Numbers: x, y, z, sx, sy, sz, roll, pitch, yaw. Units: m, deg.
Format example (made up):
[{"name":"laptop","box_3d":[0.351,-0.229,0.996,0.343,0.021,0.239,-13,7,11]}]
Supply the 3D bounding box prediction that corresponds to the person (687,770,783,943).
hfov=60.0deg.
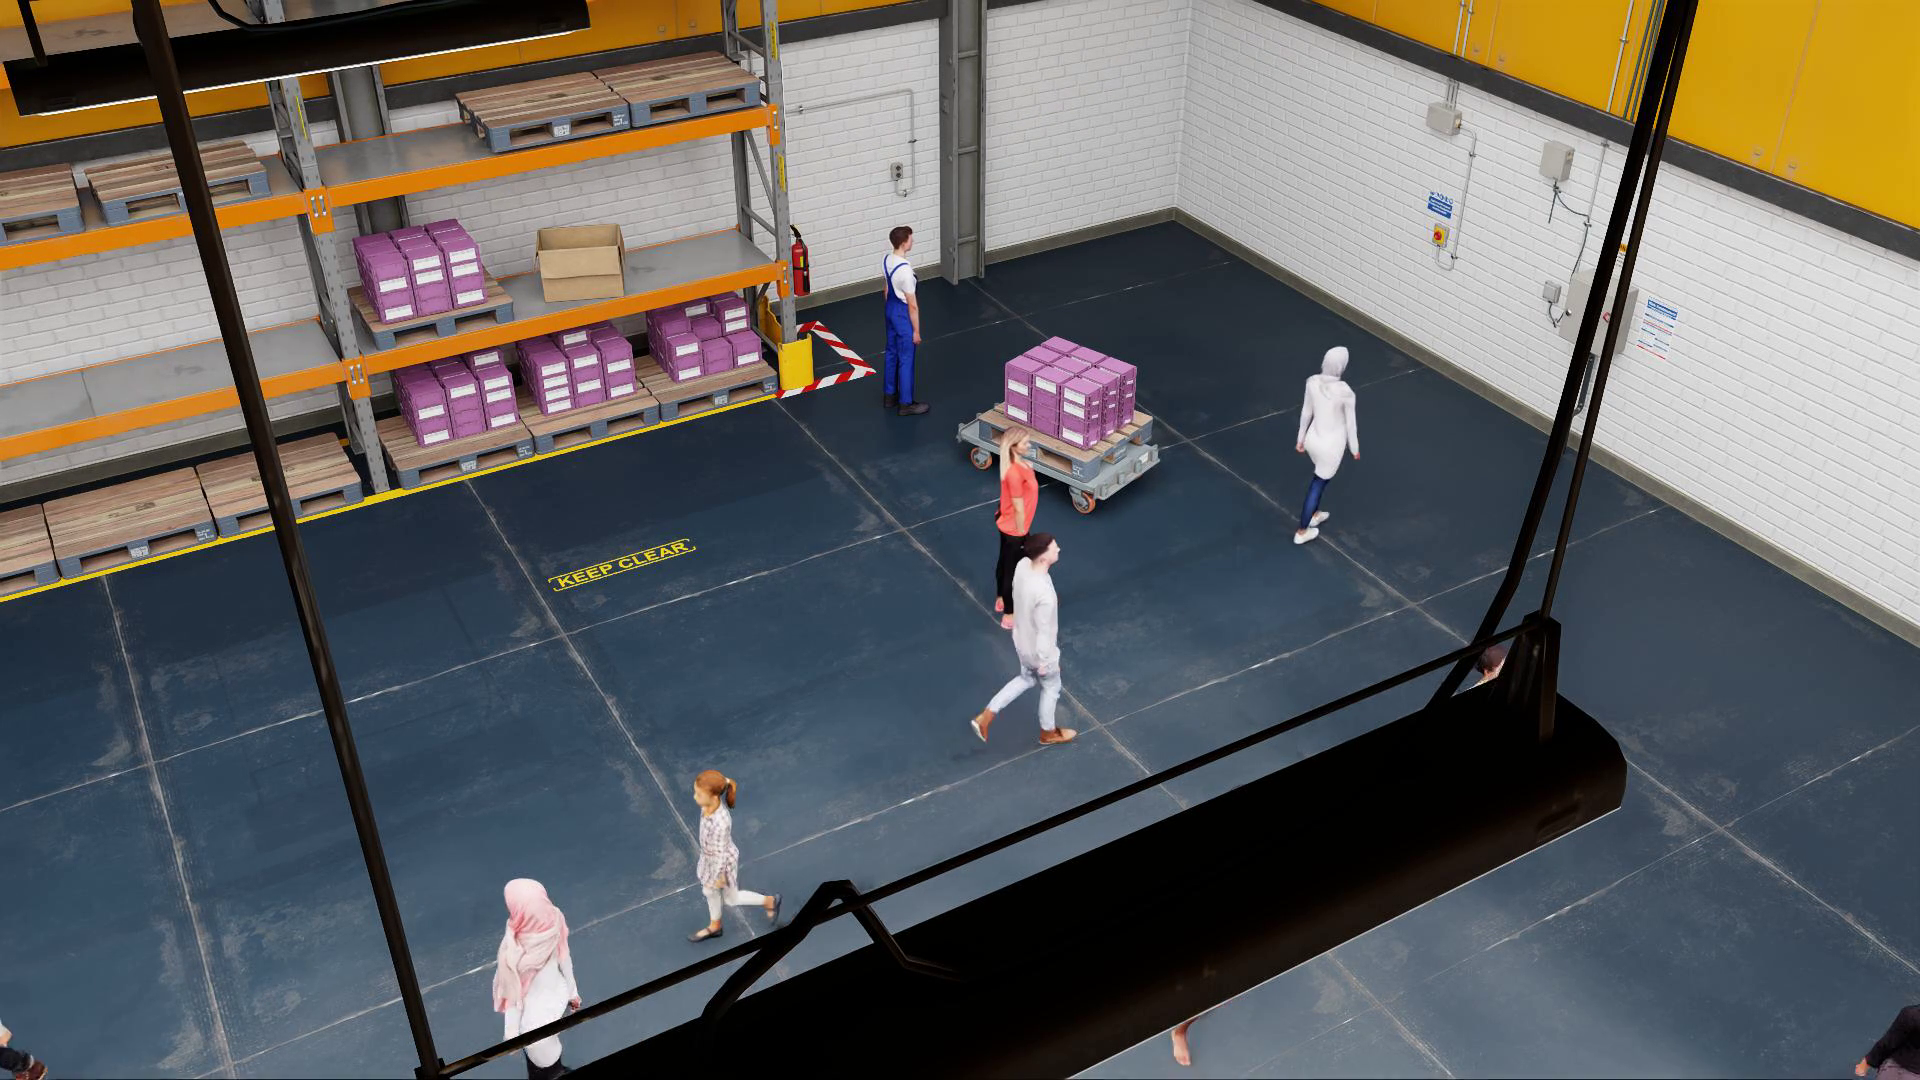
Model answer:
[{"name":"person","box_3d":[-1.382,1.901,10.005,0.848,1.297,0.588,-13,36,-18]}]

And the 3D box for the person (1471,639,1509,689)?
[{"name":"person","box_3d":[3.245,1.290,10.654,0.814,1.597,0.857,24,40,31]}]

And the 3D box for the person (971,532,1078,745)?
[{"name":"person","box_3d":[0.451,0.710,11.326,1.060,1.818,0.792,-11,35,-16]}]

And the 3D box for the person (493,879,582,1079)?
[{"name":"person","box_3d":[-2.104,2.494,8.677,1.172,1.779,1.115,9,35,13]}]

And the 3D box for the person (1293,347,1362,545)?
[{"name":"person","box_3d":[2.910,-0.727,13.541,0.767,1.759,0.659,-22,39,-29]}]

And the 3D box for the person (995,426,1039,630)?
[{"name":"person","box_3d":[0.399,-0.111,12.673,0.664,1.695,0.669,-4,34,-5]}]

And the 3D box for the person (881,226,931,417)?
[{"name":"person","box_3d":[-0.553,-2.050,15.450,0.578,1.850,0.642,-21,39,-28]}]
